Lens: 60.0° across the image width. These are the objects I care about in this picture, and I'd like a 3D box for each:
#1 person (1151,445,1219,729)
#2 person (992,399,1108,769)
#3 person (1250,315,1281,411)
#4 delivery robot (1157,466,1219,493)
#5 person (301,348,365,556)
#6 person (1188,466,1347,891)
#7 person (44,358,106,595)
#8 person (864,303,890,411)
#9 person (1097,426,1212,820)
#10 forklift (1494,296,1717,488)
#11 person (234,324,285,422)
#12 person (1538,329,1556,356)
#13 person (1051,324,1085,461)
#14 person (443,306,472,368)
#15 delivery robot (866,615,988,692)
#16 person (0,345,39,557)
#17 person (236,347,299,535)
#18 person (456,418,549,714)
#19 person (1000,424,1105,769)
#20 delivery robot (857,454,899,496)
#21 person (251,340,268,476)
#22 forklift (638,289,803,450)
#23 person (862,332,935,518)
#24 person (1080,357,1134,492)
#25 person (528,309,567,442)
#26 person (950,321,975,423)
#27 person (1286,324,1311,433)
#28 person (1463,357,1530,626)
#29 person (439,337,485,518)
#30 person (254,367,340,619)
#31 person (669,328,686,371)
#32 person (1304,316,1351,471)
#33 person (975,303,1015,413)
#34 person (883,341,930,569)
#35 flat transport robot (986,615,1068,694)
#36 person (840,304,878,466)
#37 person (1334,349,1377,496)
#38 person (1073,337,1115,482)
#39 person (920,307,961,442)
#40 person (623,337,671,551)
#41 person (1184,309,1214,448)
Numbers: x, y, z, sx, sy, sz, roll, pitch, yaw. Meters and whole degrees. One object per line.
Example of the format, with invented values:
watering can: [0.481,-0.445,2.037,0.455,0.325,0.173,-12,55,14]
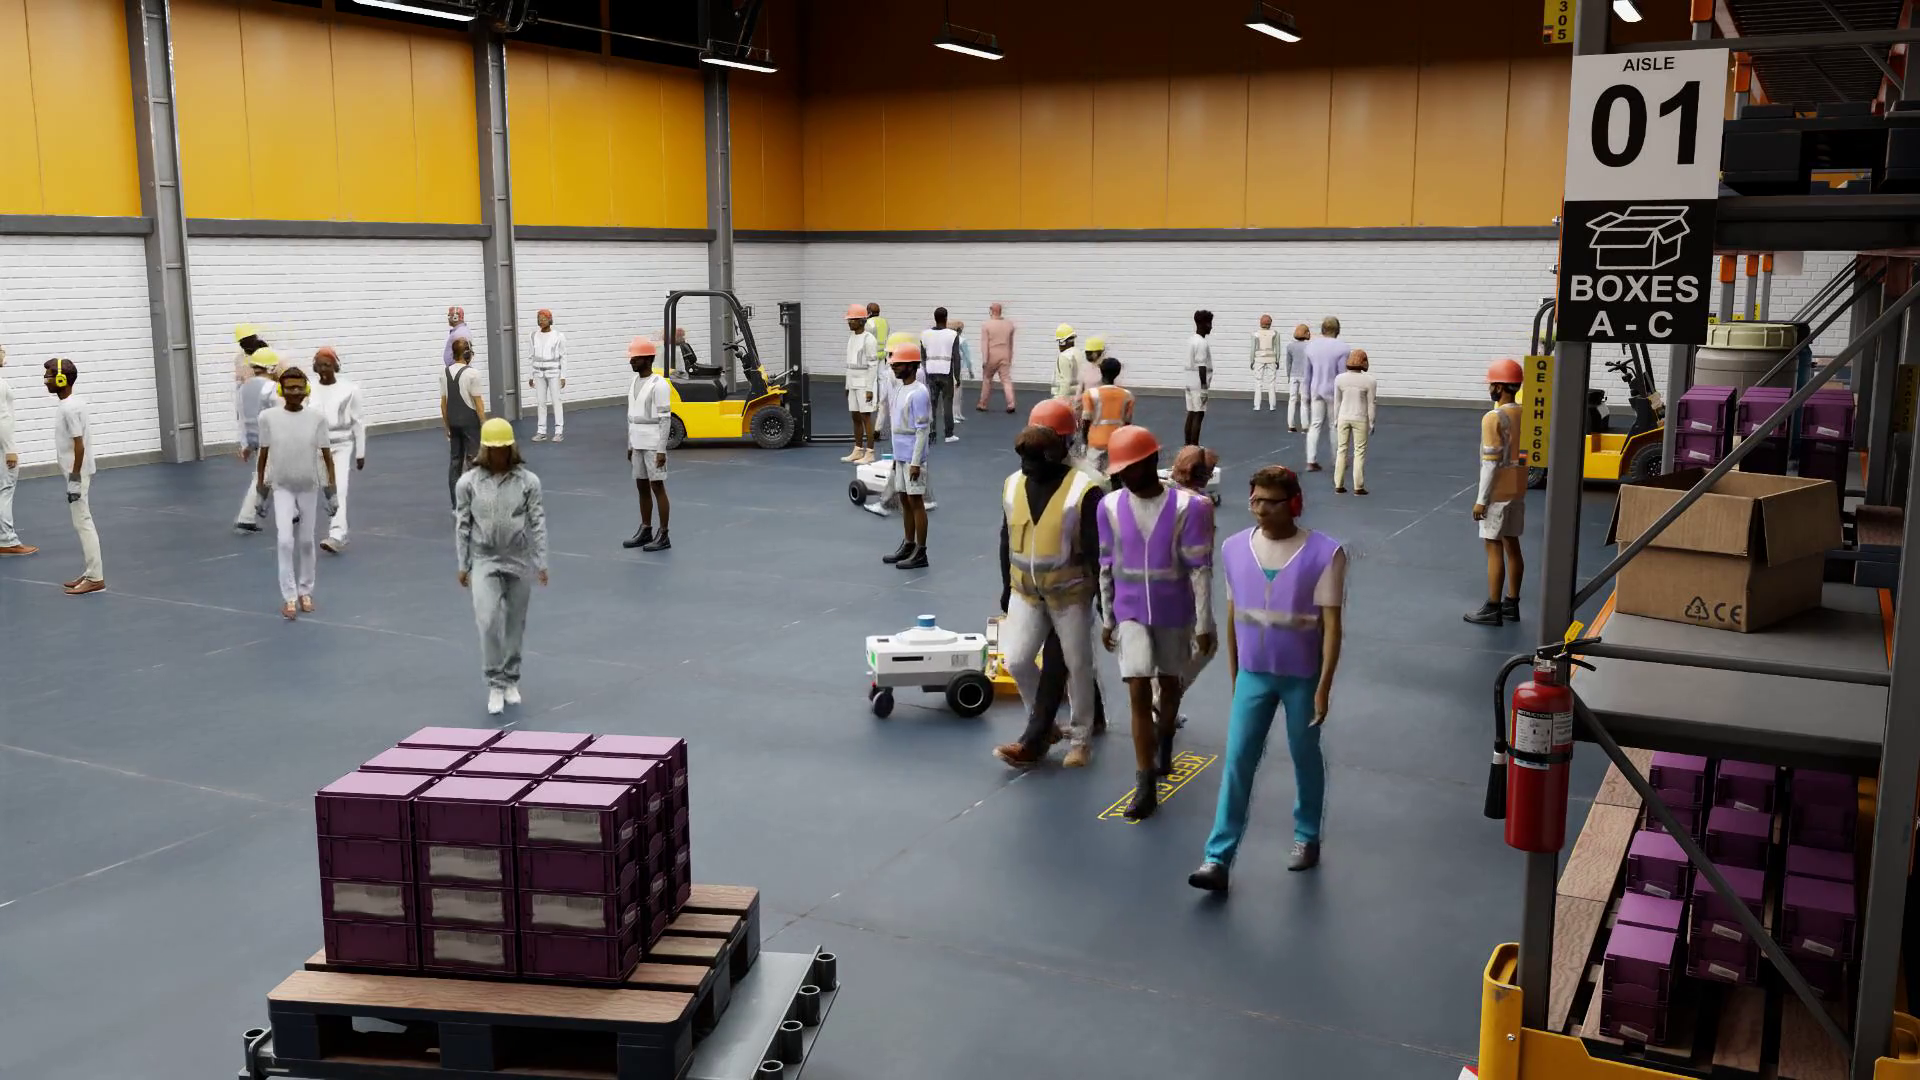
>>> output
person: [1.254,0.273,9.316,0.358,1.622,0.551,-5,11,-26]
person: [0.516,0.210,8.872,1.054,1.931,0.627,-9,13,-42]
person: [5.193,-3.008,28.301,0.512,1.642,0.312,1,10,8]
delivery robot: [2.395,-0.648,17.506,0.707,0.478,0.477,-7,12,-35]
person: [-5.672,-0.792,14.912,0.579,1.830,0.978,0,10,0]
person: [1.317,0.591,7.019,0.579,1.797,0.928,6,11,31]
person: [-6.995,-0.502,13.133,0.309,1.868,0.535,-5,11,-26]
person: [-1.472,-3.122,28.381,0.429,1.841,0.633,7,12,36]
person: [0.959,0.352,8.238,0.586,1.862,1.006,2,10,13]
forklift: [7.296,-1.677,18.993,2.313,2.155,1.214,5,11,27]
person: [-8.058,-1.559,19.214,0.615,1.878,0.505,2,10,9]
person: [7.432,-1.837,21.255,0.858,1.730,0.536,-5,11,-26]
person: [1.308,-1.712,20.279,0.404,1.822,0.591,4,11,23]
person: [-7.330,-2.453,24.319,0.410,1.909,0.642,-2,10,-11]
delivery robot: [-0.198,0.685,9.790,0.707,0.478,0.477,-1,10,-6]
person: [-8.530,-0.816,14.749,0.631,1.940,0.372,8,13,41]
person: [-6.672,-0.956,16.031,0.592,1.789,0.944,7,12,36]
person: [-2.662,0.152,9.745,0.507,1.718,0.639,-4,11,-23]
person: [0.511,0.300,8.685,0.740,1.815,0.460,5,11,29]
delivery robot: [-0.782,-0.669,17.630,0.477,0.478,0.707,-8,13,-38]
person: [-8.287,-1.598,20.045,0.542,1.663,0.592,-8,13,-39]
forklift: [-3.358,-2.392,23.136,2.313,2.155,1.214,-1,10,-5]
person: [-0.625,-1.174,16.996,0.980,1.874,0.611,-7,12,-36]
person: [1.417,-0.918,16.062,0.547,1.687,0.364,-3,10,-16]
person: [-5.891,-2.338,23.726,0.582,1.882,0.351,2,10,11]
person: [-0.009,-2.652,26.320,0.655,1.618,0.528,-7,12,-37]
person: [5.100,-2.411,24.860,0.500,1.636,0.283,9,13,42]
person: [3.907,-0.347,12.029,0.543,1.941,0.352,-8,12,-38]
person: [-5.008,-1.128,16.843,0.504,1.840,0.343,4,11,22]
person: [-4.890,-0.343,12.258,0.579,1.850,0.758,-5,11,-25]
person: [-4.043,-2.279,24.196,0.791,1.589,0.517,-5,11,-26]
person: [4.529,-1.795,20.494,0.652,1.933,0.590,9,13,41]
person: [0.623,-3.064,28.004,0.658,1.863,0.963,-5,11,-26]
person: [-0.449,-0.723,14.215,0.354,1.939,0.545,-4,11,-22]
flat transport robot: [0.494,0.718,10.692,0.652,0.197,1.431,0,10,1]
person: [-1.289,-1.965,21.096,0.373,2.043,0.615,-7,12,-34]
person: [4.385,-1.307,18.501,0.494,1.624,0.279,6,12,33]
person: [1.537,-1.492,19.298,0.921,1.711,0.549,-7,12,-34]
person: [-0.278,-2.353,23.707,0.591,1.919,0.392,3,10,16]
person: [-2.844,-0.867,15.049,0.550,1.937,0.357,9,13,43]
person: [3.096,-2.002,21.538,0.368,1.961,0.613,-1,10,-8]
